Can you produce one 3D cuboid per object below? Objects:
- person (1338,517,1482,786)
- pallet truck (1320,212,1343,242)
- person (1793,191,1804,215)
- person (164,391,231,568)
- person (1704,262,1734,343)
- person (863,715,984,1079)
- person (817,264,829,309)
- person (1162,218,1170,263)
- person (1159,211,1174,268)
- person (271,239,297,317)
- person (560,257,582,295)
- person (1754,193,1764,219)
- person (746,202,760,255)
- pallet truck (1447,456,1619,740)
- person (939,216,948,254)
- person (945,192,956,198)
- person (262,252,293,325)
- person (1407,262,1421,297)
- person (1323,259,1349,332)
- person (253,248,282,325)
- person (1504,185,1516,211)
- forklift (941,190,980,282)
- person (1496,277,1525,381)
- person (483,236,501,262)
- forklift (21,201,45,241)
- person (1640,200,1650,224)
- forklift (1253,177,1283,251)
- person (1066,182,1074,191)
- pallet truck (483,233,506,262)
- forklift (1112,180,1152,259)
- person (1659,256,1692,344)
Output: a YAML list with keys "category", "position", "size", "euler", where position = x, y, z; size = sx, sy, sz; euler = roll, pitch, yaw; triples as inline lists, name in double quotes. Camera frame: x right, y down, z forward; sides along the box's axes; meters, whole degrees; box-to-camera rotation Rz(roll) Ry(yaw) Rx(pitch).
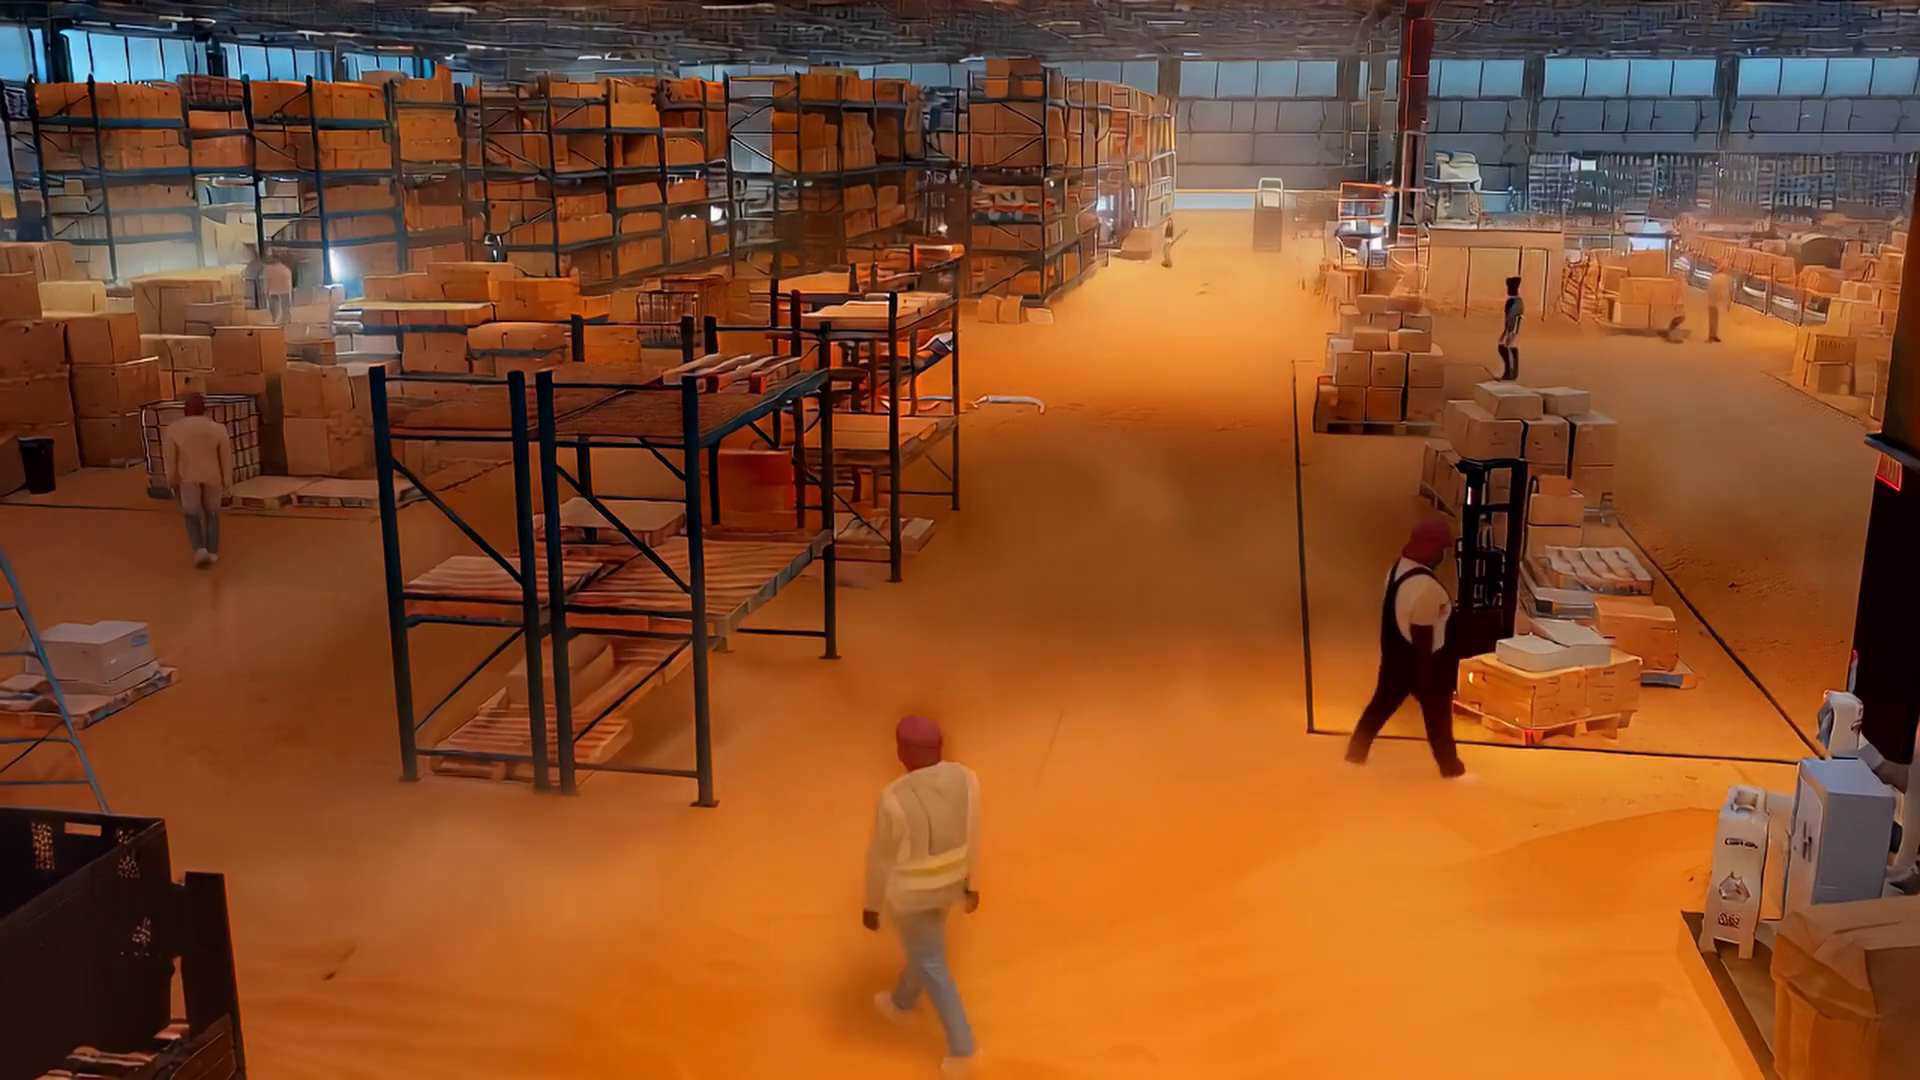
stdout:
- category: "person"
  position: [3.209, 0.772, 11.798]
  size: [1.010, 2.000, 0.683]
  euler: [-2, 14, -10]
- category: "pallet truck"
  position: [15.874, -13.227, 70.310]
  size: [0.680, 1.201, 1.601]
  euler: [10, 17, 35]
- category: "person"
  position: [40.645, -16.181, 80.810]
  size: [0.694, 1.951, 0.634]
  euler: [7, 15, 26]
- category: "person"
  position: [-8.125, -0.641, 17.802]
  size: [0.643, 1.908, 0.742]
  euler: [-8, 16, -29]
- category: "person"
  position: [16.839, -5.278, 36.948]
  size: [0.606, 1.765, 0.845]
  euler: [10, 17, 35]
- category: "person"
  position: [-0.159, 1.756, 8.328]
  size: [0.641, 1.798, 0.976]
  euler: [-13, 19, -42]
- category: "person"
  position: [-3.062, -5.330, 37.278]
  size: [0.322, 1.697, 0.532]
  euler: [0, 14, 2]
- category: "person"
  position: [7.289, -10.578, 58.715]
  size: [0.280, 1.634, 0.507]
  euler: [0, 14, 0]
- category: "person"
  position: [7.003, -10.293, 56.971]
  size: [0.679, 1.915, 0.581]
  euler: [12, 18, 41]
- category: "person"
  position: [-17.173, -6.634, 42.069]
  size: [0.656, 1.941, 0.790]
  euler: [-11, 18, -38]
- category: "person"
  position: [-9.415, -6.041, 40.301]
  size: [0.525, 1.631, 0.317]
  euler: [1, 14, 2]
- category: "person"
  position: [38.815, -16.032, 80.496]
  size: [0.897, 1.808, 0.578]
  euler: [5, 15, 19]
- category: "person"
  position: [-7.813, -11.779, 62.767]
  size: [0.443, 2.029, 0.637]
  euler: [7, 15, 25]
- category: "pallet truck"
  position: [4.504, 0.400, 13.395]
  size: [0.823, 1.965, 1.885]
  euler: [-6, 15, -23]
- category: "person"
  position: [-0.505, -10.643, 58.859]
  size: [0.545, 1.682, 0.607]
  euler: [-2, 14, -8]
- category: "person"
  position: [-0.543, -18.942, 92.401]
  size: [0.605, 1.760, 0.968]
  euler: [-1, 14, -3]
- category: "person"
  position: [-15.403, -5.523, 37.587]
  size: [0.631, 1.931, 0.367]
  euler: [-10, 17, -36]
- category: "person"
  position: [10.617, -5.755, 39.185]
  size: [0.670, 1.616, 0.515]
  euler: [4, 14, 17]
- category: "person"
  position: [8.702, -5.609, 38.330]
  size: [0.555, 1.723, 0.866]
  euler: [10, 17, 36]
- category: "person"
  position: [-16.449, -6.000, 39.629]
  size: [0.659, 1.908, 0.544]
  euler: [-3, 14, -12]
- category: "person"
  position: [28.692, -17.576, 86.725]
  size: [0.601, 1.827, 0.404]
  euler: [12, 18, 41]
- category: "forklift"
  position: [0.094, -9.432, 51.498]
  size: [1.129, 2.768, 1.873]
  euler: [3, 14, 10]
- category: "person"
  position: [10.301, -3.931, 31.074]
  size: [0.510, 1.947, 0.608]
  euler: [-2, 14, -8]
- category: "person"
  position: [-14.160, -8.622, 50.377]
  size: [0.619, 1.836, 0.430]
  euler: [-12, 18, -39]
- category: "forklift"
  position: [-23.929, -7.381, 43.171]
  size: [1.873, 2.768, 1.129]
  euler: [-5, 15, -19]
- category: "person"
  position: [29.159, -13.557, 70.620]
  size: [0.892, 1.726, 0.537]
  euler: [3, 14, 13]
- category: "forklift"
  position: [12.083, -12.747, 64.956]
  size: [1.129, 2.768, 1.873]
  euler: [3, 14, 10]
- category: "person"
  position: [5.711, -17.943, 87.908]
  size: [0.620, 1.978, 0.461]
  euler: [2, 14, 6]
- category: "pallet truck"
  position: [-11.832, -7.026, 43.548]
  size: [1.885, 1.965, 0.823]
  euler: [8, 16, 28]
- category: "forklift"
  position: [6.082, -11.722, 60.796]
  size: [1.873, 2.768, 1.129]
  euler: [2, 14, 9]
- category: "person"
  position: [15.763, -5.259, 36.522]
  size: [0.454, 1.924, 0.574]
  euler: [6, 15, 22]
